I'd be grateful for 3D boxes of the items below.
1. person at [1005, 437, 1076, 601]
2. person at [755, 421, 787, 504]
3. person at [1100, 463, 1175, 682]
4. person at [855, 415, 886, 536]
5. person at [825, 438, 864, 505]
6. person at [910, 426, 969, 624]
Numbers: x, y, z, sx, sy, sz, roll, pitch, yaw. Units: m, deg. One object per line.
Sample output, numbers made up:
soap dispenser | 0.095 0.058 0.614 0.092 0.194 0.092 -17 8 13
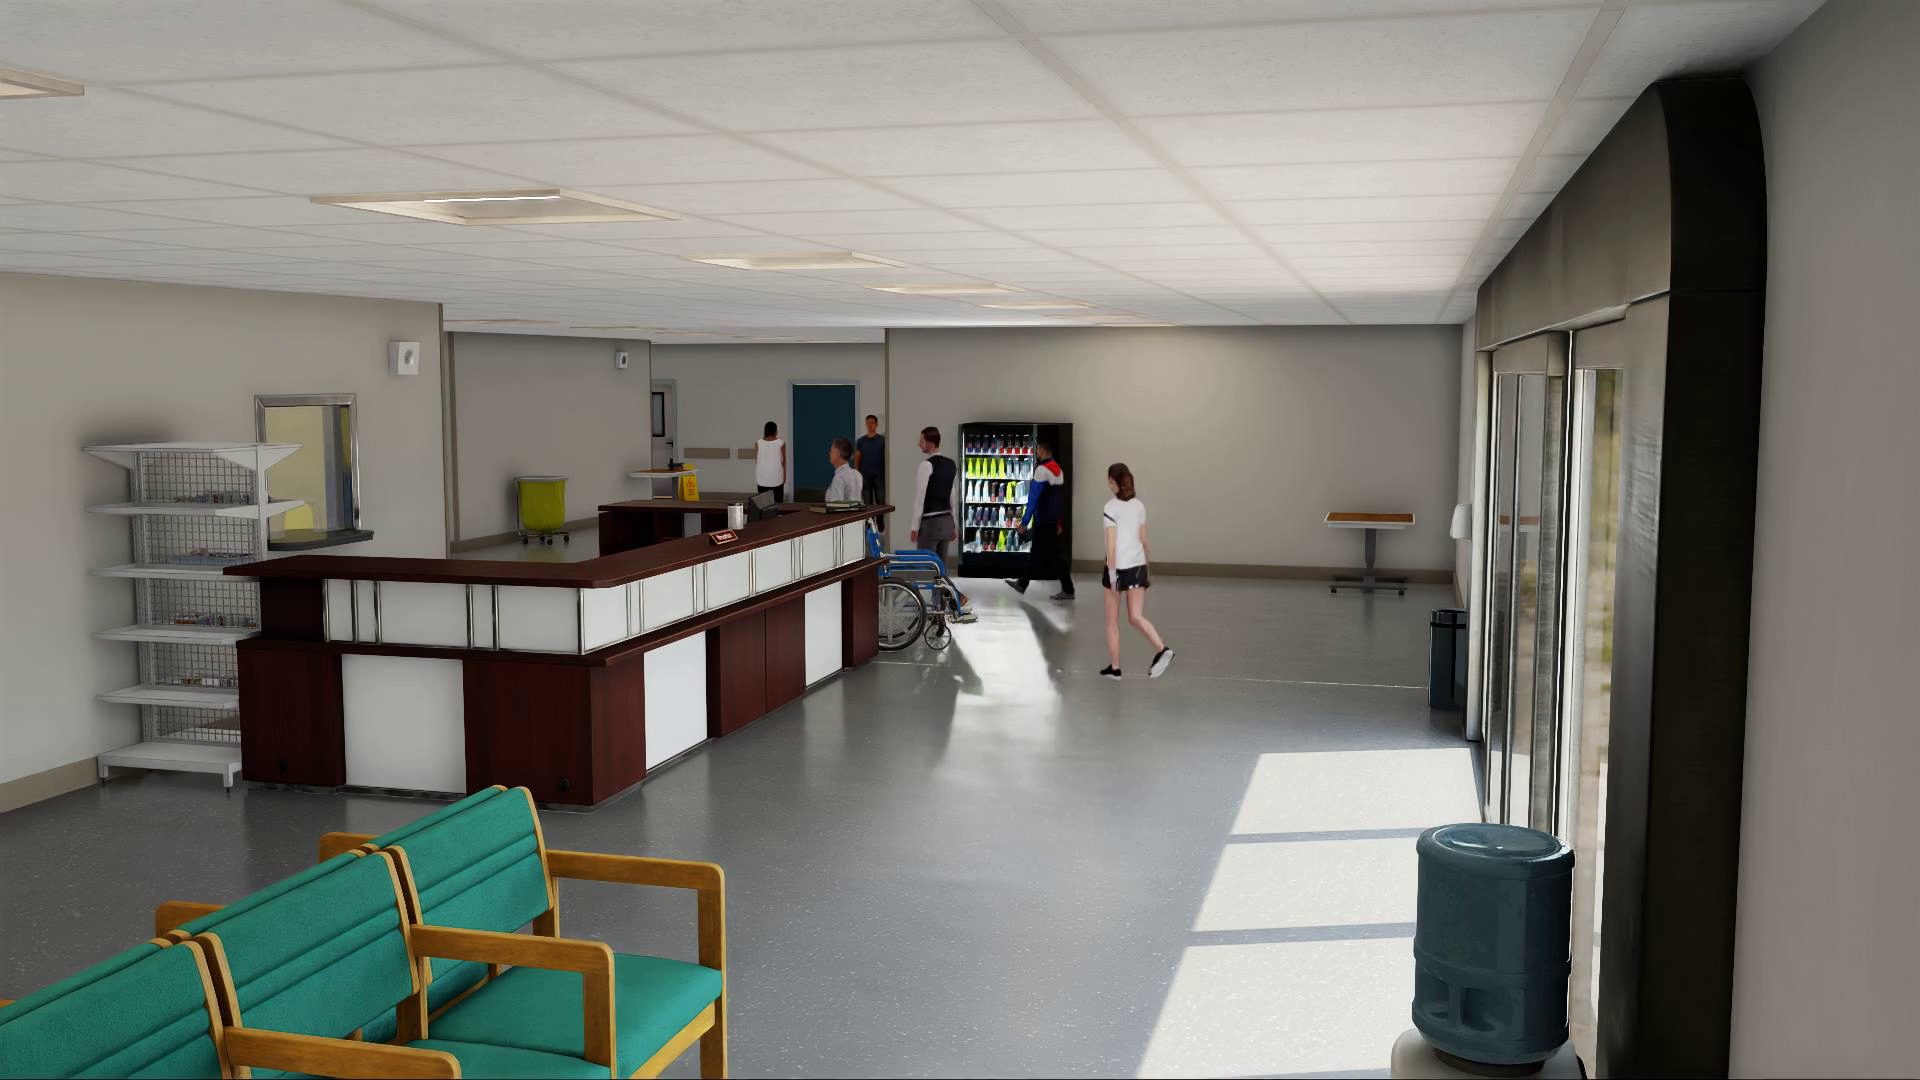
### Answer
person | 0.996 -0.185 17.586 1.194 1.714 0.847 3 7 28
person | -2.964 -1.011 25.967 0.559 1.680 0.711 1 6 12
person | 1.331 0.297 12.832 1.036 1.708 1.090 -3 7 -30
person | -1.309 -0.969 24.952 0.664 1.800 0.793 0 6 2
person | -1.102 -0.087 16.068 0.628 1.824 0.663 2 6 19
person | -0.176 -0.121 15.912 1.066 1.922 0.912 5 8 41
